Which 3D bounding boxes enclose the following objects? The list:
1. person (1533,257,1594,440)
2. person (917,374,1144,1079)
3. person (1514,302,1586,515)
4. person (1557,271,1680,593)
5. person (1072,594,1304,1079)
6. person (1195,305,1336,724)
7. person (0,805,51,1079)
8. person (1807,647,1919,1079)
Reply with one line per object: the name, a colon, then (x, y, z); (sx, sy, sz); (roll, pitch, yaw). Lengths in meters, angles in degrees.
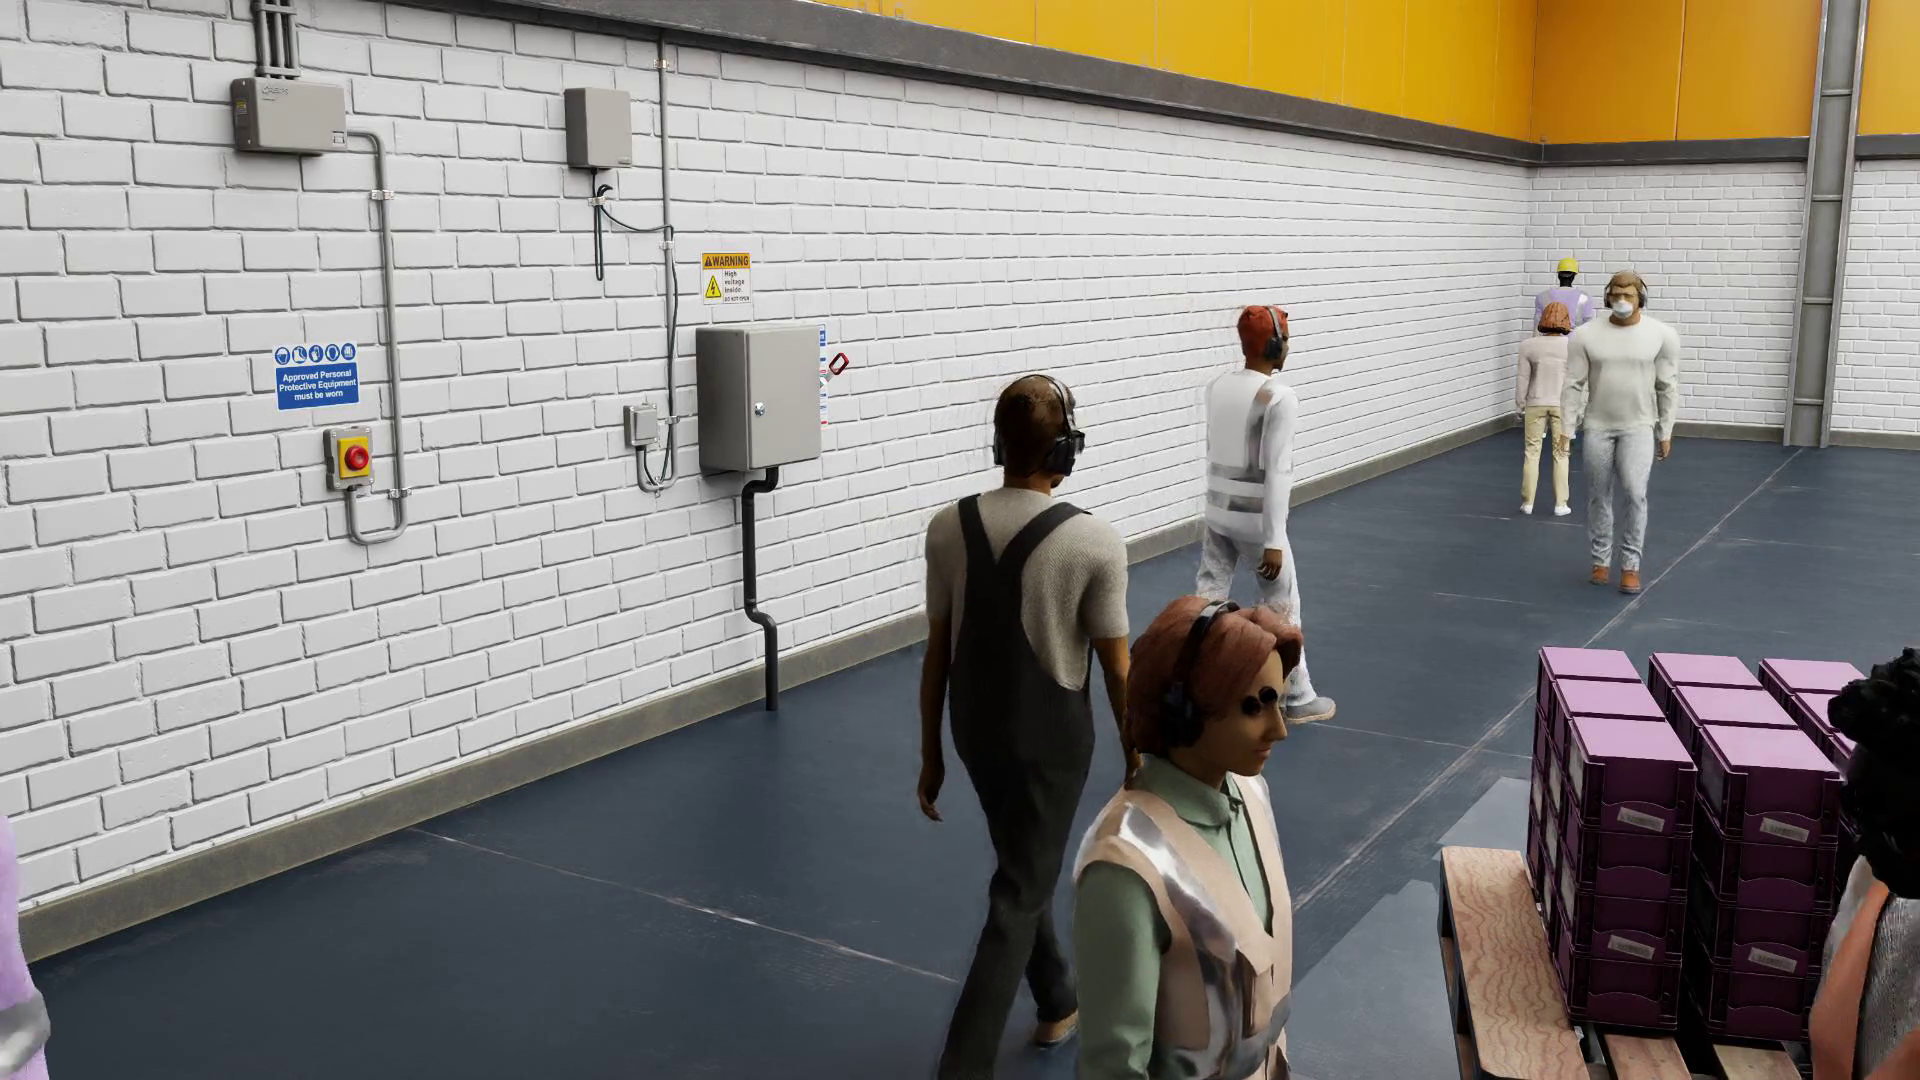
person: (6.353, -2.013, 17.570); (0.585, 1.919, 0.391); (3, 11, 18)
person: (0.152, 0.510, 3.954); (0.527, 1.800, 0.974); (6, 12, 31)
person: (4.516, -1.002, 12.750); (0.509, 1.632, 0.268); (4, 11, 23)
person: (3.925, -0.640, 9.973); (0.645, 1.916, 0.730); (5, 12, 27)
person: (0.290, 0.876, 2.358); (0.370, 1.629, 0.526); (5, 11, 26)
person: (1.186, -0.074, 7.054); (0.978, 1.842, 0.608); (-6, 12, -30)
person: (-1.165, 0.846, 1.542); (1.005, 1.976, 0.628); (10, 14, 44)
person: (1.118, 0.931, 1.942); (0.510, 1.658, 0.560); (0, 10, -1)
